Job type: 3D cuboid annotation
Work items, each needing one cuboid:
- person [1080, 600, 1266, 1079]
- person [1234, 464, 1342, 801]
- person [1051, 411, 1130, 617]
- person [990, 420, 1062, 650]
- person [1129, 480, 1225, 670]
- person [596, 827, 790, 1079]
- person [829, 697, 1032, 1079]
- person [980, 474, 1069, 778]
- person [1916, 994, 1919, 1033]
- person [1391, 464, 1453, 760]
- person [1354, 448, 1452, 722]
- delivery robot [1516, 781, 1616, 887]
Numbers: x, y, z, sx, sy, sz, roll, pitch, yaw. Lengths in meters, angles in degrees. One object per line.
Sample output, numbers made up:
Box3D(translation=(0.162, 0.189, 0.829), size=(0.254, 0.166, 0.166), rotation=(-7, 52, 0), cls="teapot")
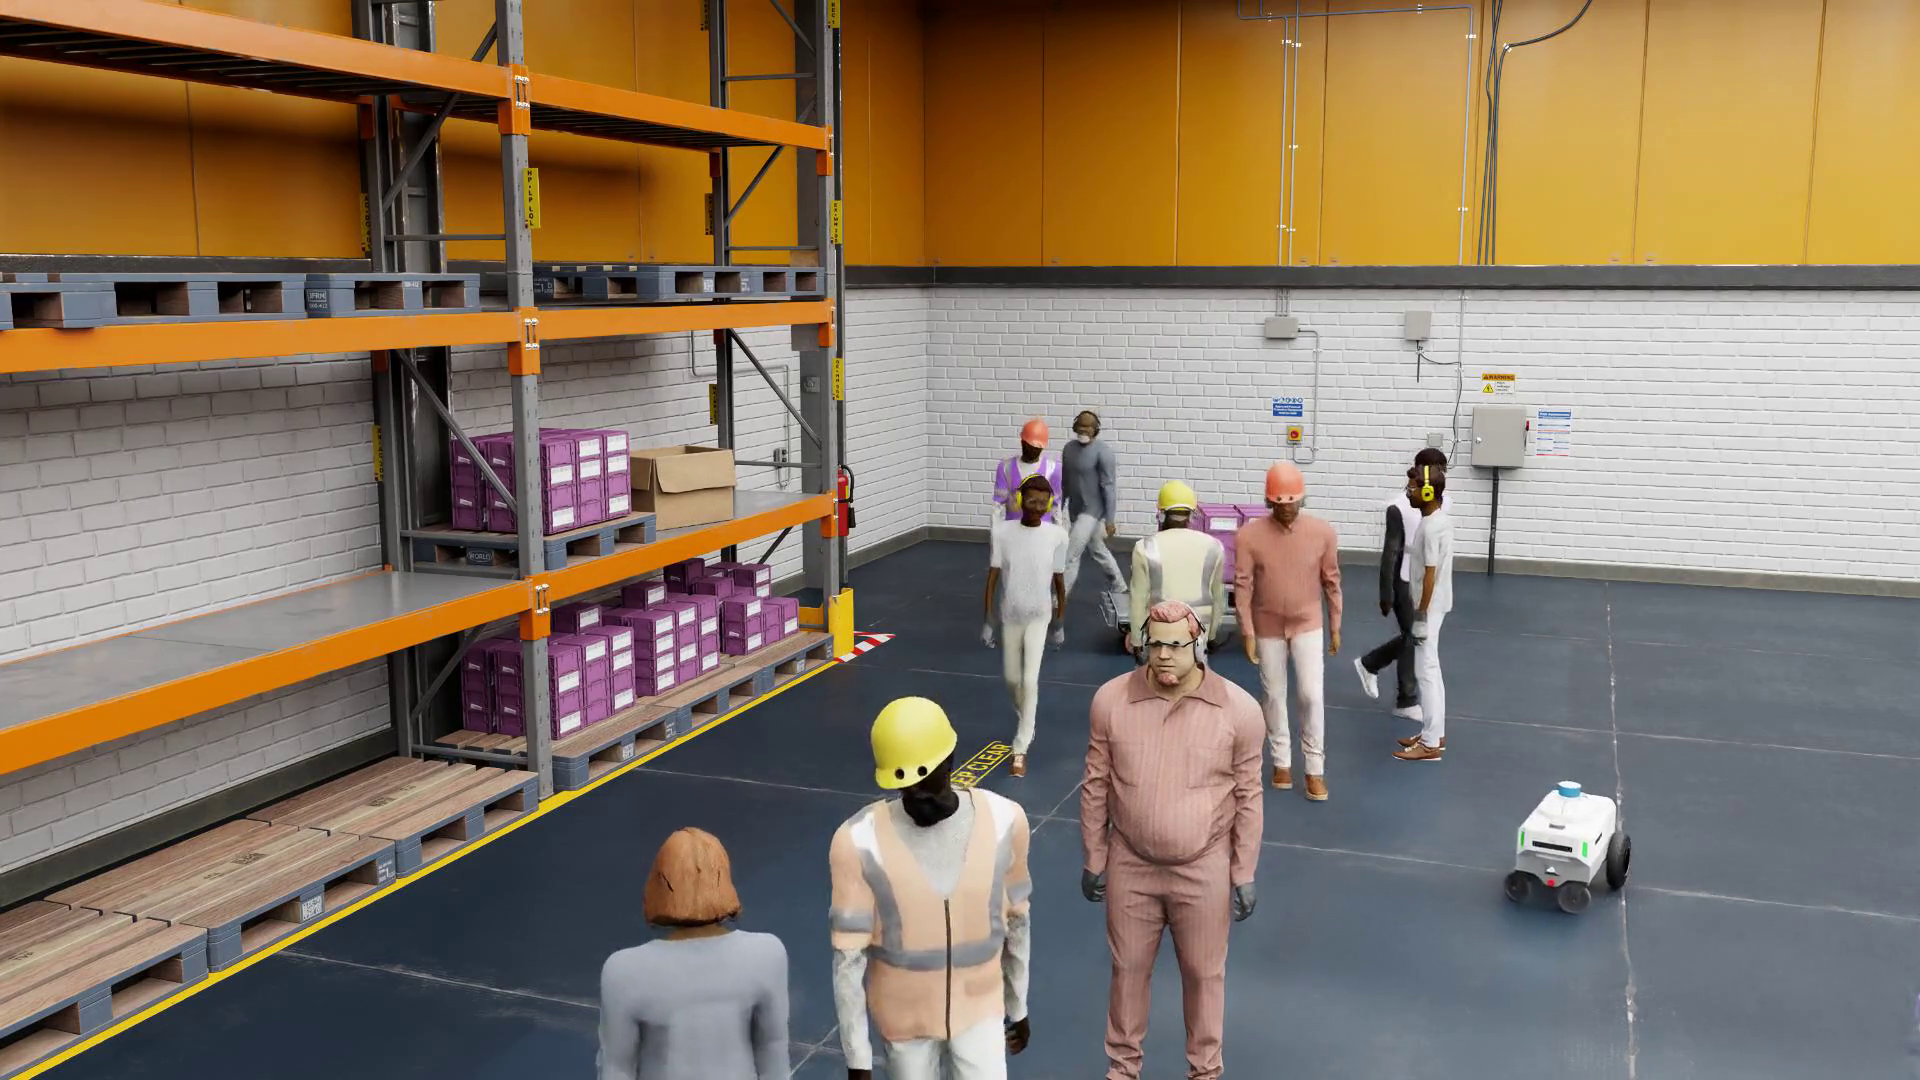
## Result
Box3D(translation=(0.738, 1.152, 5.904), size=(0.651, 1.907, 0.409), rotation=(2, 9, 15), cls="person")
Box3D(translation=(1.902, 0.528, 9.648), size=(0.624, 1.956, 0.709), rotation=(1, 9, 9), cls="person")
Box3D(translation=(1.156, -0.238, 14.795), size=(1.052, 1.864, 0.705), rotation=(-5, 10, -29), cls="person")
Box3D(translation=(0.557, -0.072, 13.744), size=(0.564, 1.867, 1.044), rotation=(2, 9, 15), cls="person")
Box3D(translation=(1.285, 0.549, 9.967), size=(0.591, 1.818, 0.424), rotation=(-1, 9, -7), cls="person")
Box3D(translation=(-0.670, 1.552, 4.311), size=(0.509, 1.611, 0.640), rotation=(-4, 10, -22), cls="person")
Box3D(translation=(-0.044, 1.365, 4.631), size=(0.604, 1.877, 0.859), rotation=(-2, 9, -14), cls="person")
Box3D(translation=(0.407, 0.481, 10.348), size=(0.543, 1.834, 0.855), rotation=(1, 9, 7), cls="person")
Box3D(translation=(2.327, 1.576, 3.619), size=(0.995, 1.789, 0.563), rotation=(-6, 11, -31), cls="person")
Box3D(translation=(2.926, 0.451, 10.457), size=(0.315, 1.860, 0.508), rotation=(3, 10, 20), cls="person")
Box3D(translation=(3.035, 0.283, 11.425), size=(0.624, 1.887, 0.662), rotation=(-8, 12, -40), cls="person")
Box3D(translation=(2.966, 1.425, 8.123), size=(0.477, 0.478, 0.707), rotation=(5, 10, 31), cls="delivery robot")
